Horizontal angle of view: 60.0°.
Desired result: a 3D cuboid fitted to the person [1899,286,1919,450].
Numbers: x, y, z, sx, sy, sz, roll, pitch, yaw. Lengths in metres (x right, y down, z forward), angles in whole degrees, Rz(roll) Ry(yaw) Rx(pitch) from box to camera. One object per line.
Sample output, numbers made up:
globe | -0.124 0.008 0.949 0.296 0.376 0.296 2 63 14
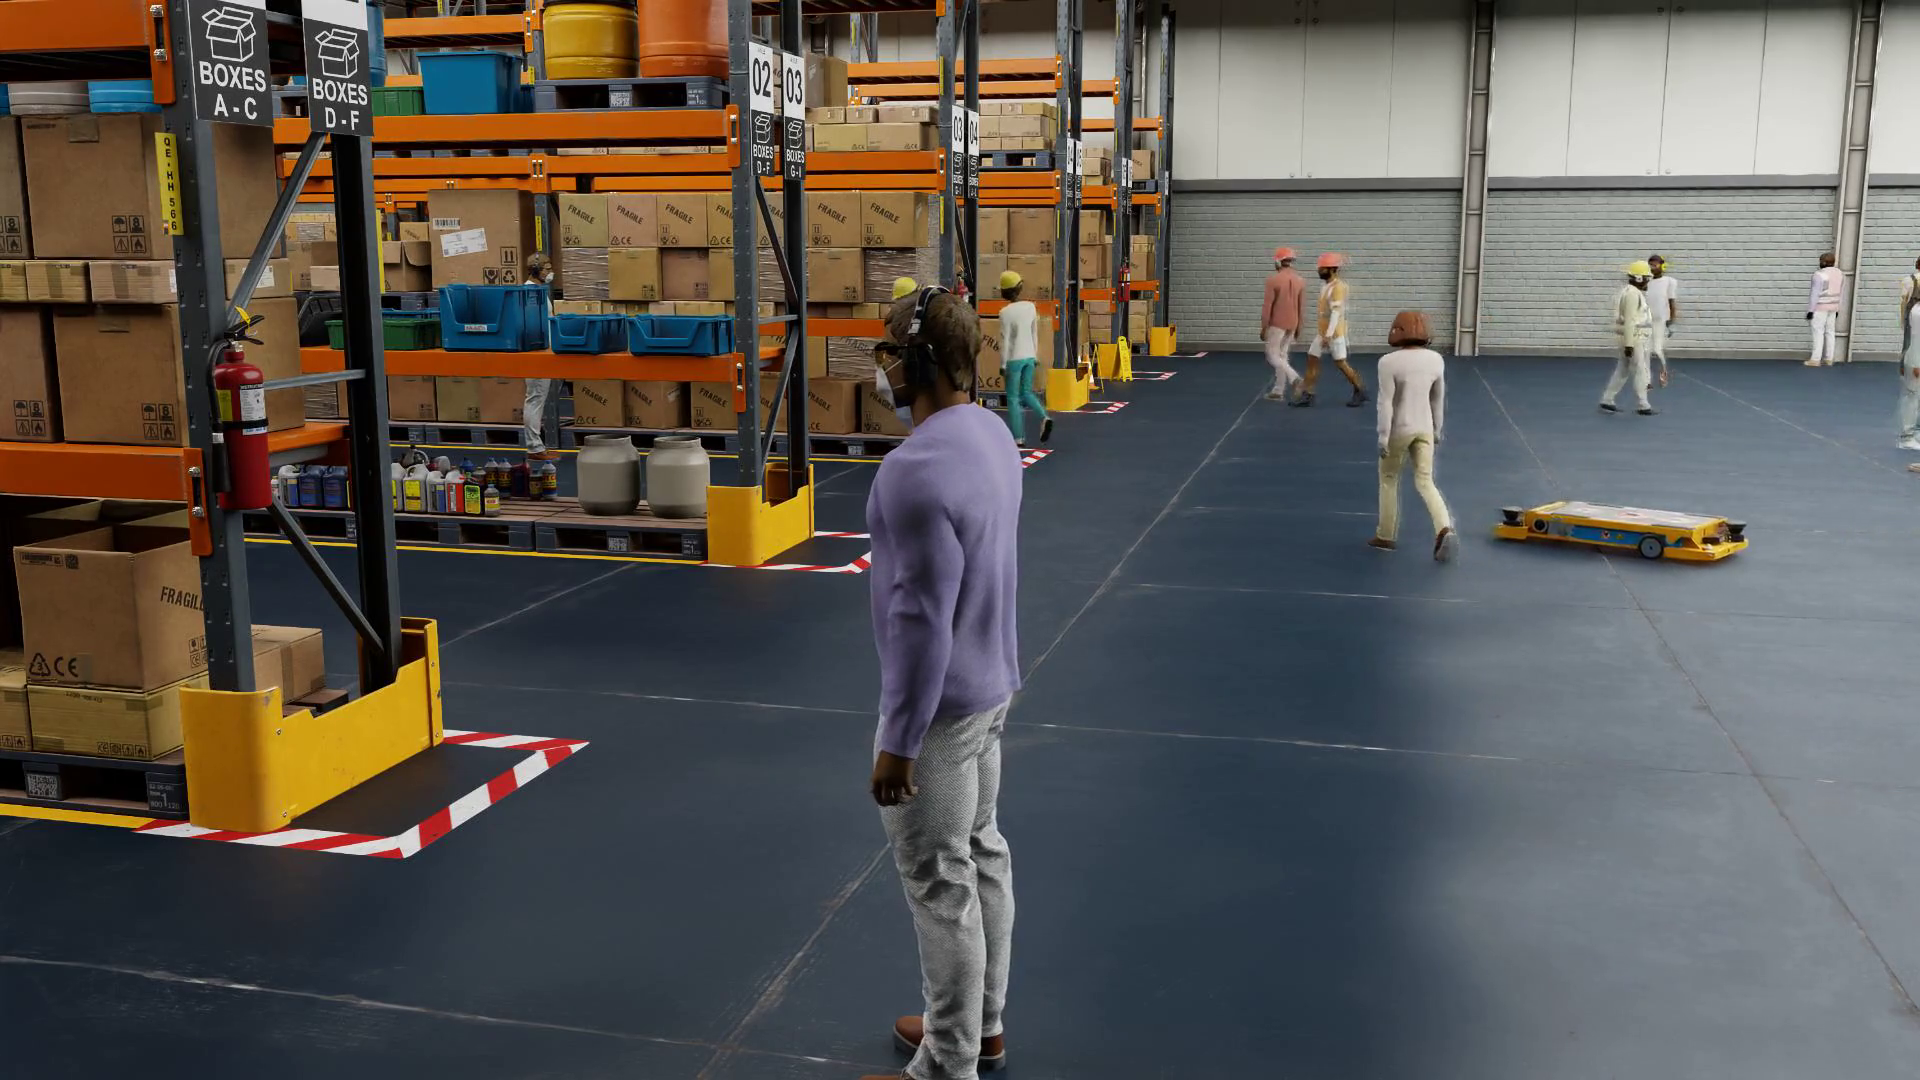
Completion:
person | 9.378 -1.728 16.146 0.504 1.730 0.380 -8 13 -36

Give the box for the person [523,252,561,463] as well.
person | -3.896 -1.676 15.334 0.359 1.933 0.630 -3 11 -15

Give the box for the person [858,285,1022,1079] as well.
person | -0.049 0.386 3.878 0.362 1.939 0.635 3 11 17

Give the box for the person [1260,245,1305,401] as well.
person | 4.107 -2.711 20.932 0.621 1.975 0.701 -7 12 -34

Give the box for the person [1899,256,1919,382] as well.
person | 13.816 -3.189 23.948 0.508 1.846 0.345 9 14 41

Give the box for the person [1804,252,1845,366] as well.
person | 14.038 -3.745 27.043 0.633 1.839 0.429 -4 11 -21

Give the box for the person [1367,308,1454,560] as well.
person | 2.930 -0.683 10.722 0.512 1.610 0.751 -3 11 -17

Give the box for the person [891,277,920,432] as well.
person | -0.380 -1.405 14.400 0.439 1.722 0.569 0 10 2

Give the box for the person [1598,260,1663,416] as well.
person | 7.857 -2.349 19.405 0.620 1.820 0.605 3 11 17

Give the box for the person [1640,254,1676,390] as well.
person | 9.465 -2.954 22.625 0.477 1.852 0.542 -9 14 -42

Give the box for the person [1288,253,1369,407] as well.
person | 4.559 -2.552 20.305 0.982 1.898 0.547 -3 11 -15

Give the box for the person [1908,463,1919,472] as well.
person | 8.557 -1.487 14.411 0.346 1.882 0.578 2 10 9

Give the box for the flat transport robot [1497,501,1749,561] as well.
flat transport robot | 4.401 -0.079 11.079 1.431 0.197 0.652 9 14 41

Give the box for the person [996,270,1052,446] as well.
person | 0.619 -1.775 16.377 0.553 1.742 0.518 -10 14 -42
